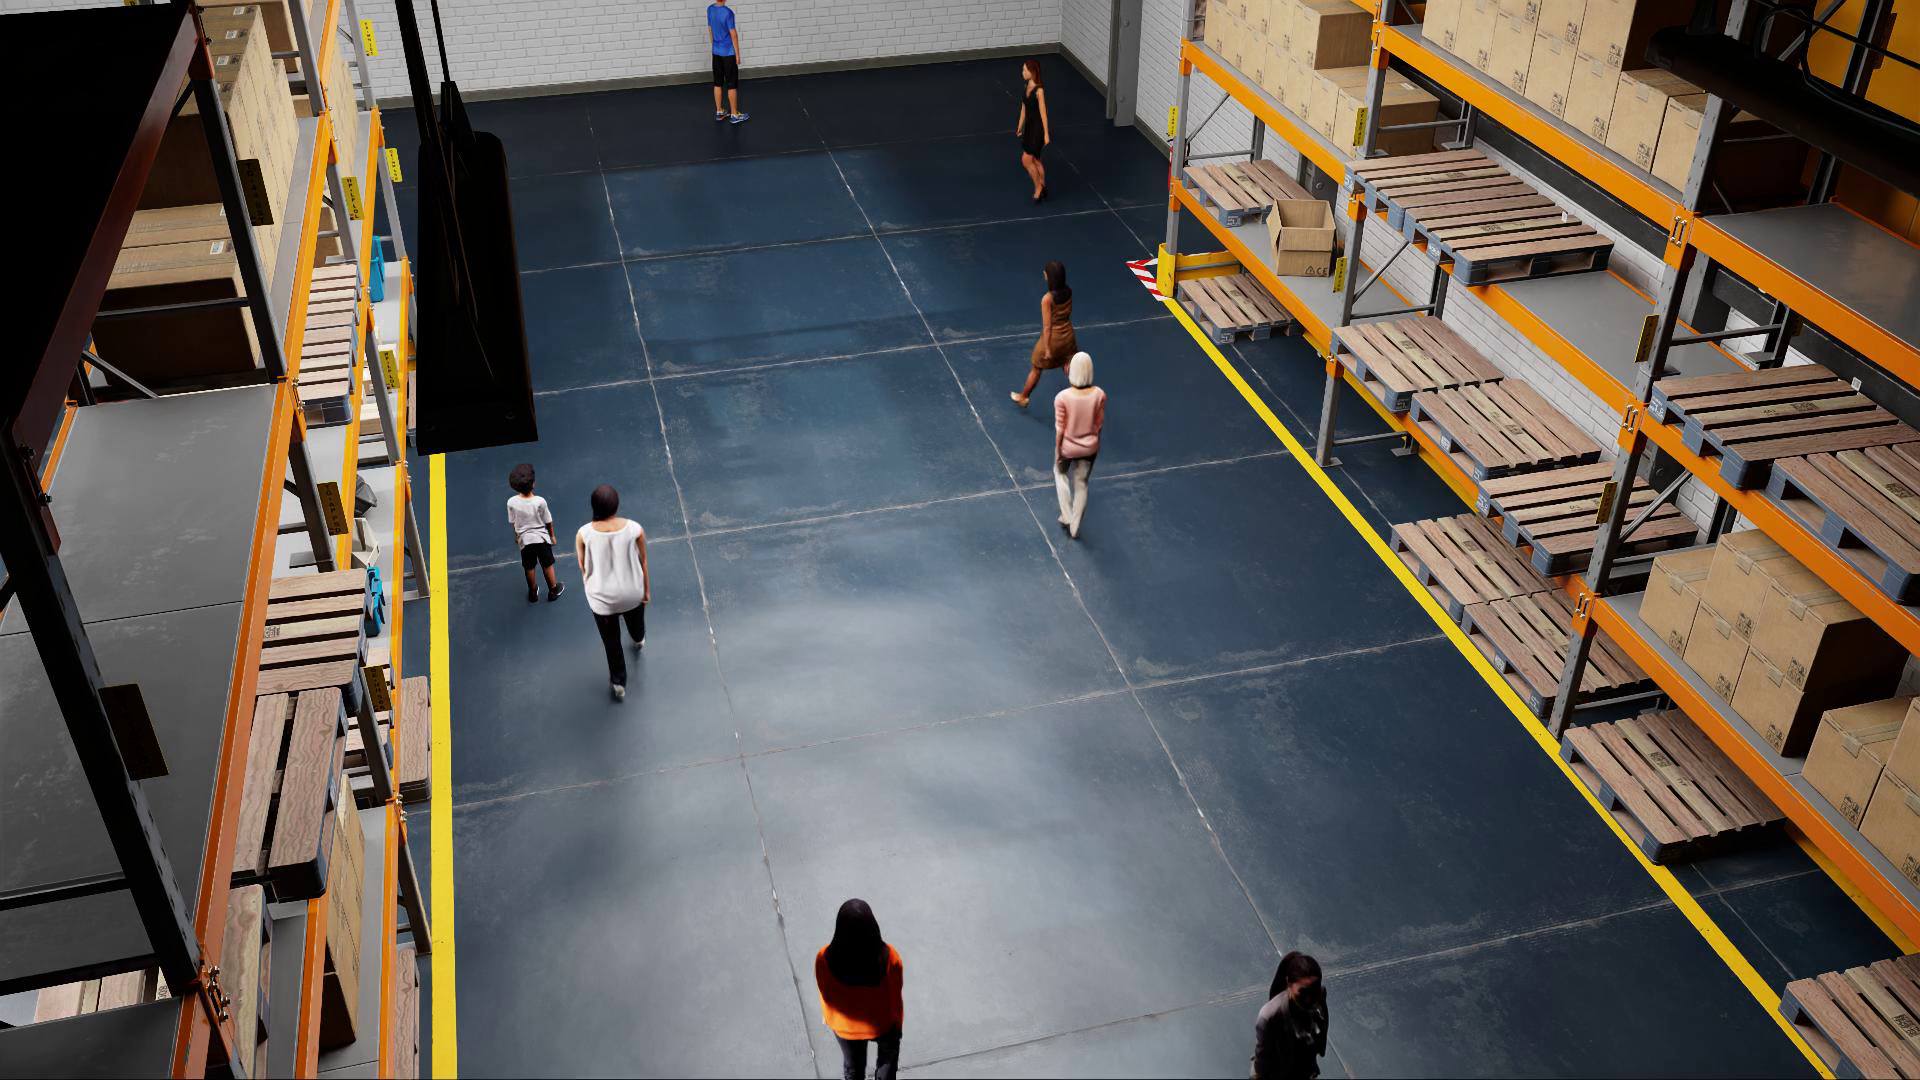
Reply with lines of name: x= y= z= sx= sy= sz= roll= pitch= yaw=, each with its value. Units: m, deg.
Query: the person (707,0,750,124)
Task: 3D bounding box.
person: x=-3.240 y=-6.677 z=22.801 sx=0.695 sy=1.870 sz=0.762 roll=19 pitch=38 yaw=27

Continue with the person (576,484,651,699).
person: x=-2.564 y=0.404 z=12.346 sx=0.653 sy=1.650 sz=1.040 roll=-8 pitch=34 yaw=-12

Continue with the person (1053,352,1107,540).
person: x=1.011 y=-0.754 z=14.033 sx=0.628 sy=1.712 sz=0.631 roll=-5 pitch=34 yaw=-8

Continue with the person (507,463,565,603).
person: x=-3.438 y=-0.054 z=13.386 sx=0.536 sy=1.261 sz=0.551 roll=-1 pitch=34 yaw=-2

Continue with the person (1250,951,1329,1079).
person: x=1.694 y=2.786 z=8.739 sx=0.686 sy=1.677 sz=0.679 roll=-21 pitch=39 yaw=-28

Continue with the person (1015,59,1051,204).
person: x=0.996 y=-4.944 z=20.241 sx=0.748 sy=1.818 sz=0.642 roll=-14 pitch=36 yaw=-19

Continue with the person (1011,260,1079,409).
person: x=0.975 y=-1.808 z=15.680 sx=1.128 sy=1.644 sz=0.922 roll=29 pitch=43 yaw=36

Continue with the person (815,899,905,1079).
person: x=-0.517 y=2.649 z=8.891 sx=0.716 sy=1.737 sz=0.751 roll=2 pitch=34 yaw=3
